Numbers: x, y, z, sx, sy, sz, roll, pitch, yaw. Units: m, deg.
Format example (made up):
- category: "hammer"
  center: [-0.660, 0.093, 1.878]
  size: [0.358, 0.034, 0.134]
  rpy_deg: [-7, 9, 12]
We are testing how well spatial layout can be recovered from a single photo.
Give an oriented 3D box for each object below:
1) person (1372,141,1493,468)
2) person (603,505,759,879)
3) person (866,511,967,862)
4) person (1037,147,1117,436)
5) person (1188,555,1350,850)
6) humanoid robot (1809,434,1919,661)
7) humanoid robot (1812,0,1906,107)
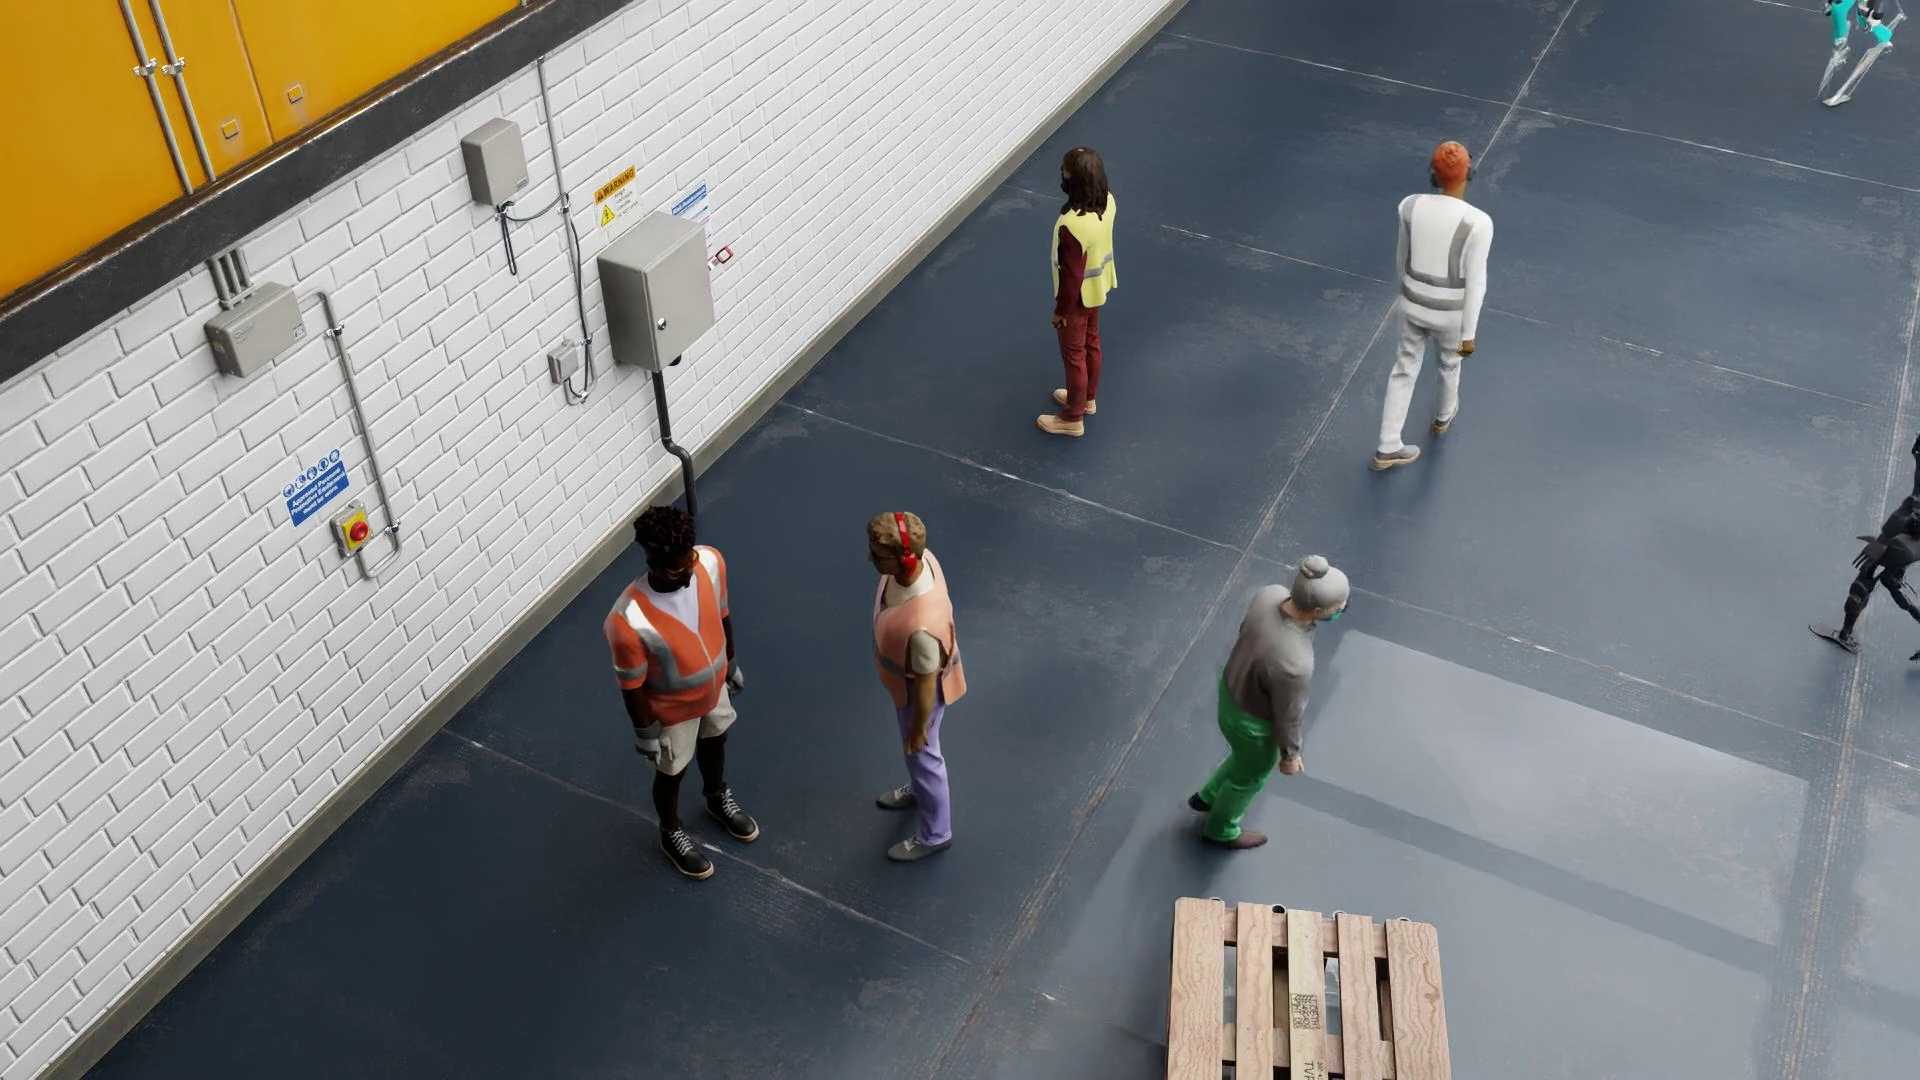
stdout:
- category: "person"
  center: [2.644, -1.290, 9.137]
  size: [0.655, 1.827, 0.874]
  rpy_deg: [31, 49, 31]
- category: "person"
  center: [-1.133, 0.619, 6.833]
  size: [0.371, 1.958, 0.596]
  rpy_deg: [25, 47, 26]
- category: "person"
  center: [-0.171, 0.601, 6.942]
  size: [0.377, 1.837, 0.562]
  rpy_deg: [-7, 41, -8]
- category: "person"
  center: [0.669, -1.371, 9.280]
  size: [0.378, 1.768, 0.469]
  rpy_deg: [17, 44, 19]
- category: "person"
  center: [1.270, 0.695, 6.840]
  size: [0.431, 1.826, 0.555]
  rpy_deg: [-1, 41, -2]
- category: "humanoid robot"
  center: [4.563, -0.048, 7.830]
  size: [0.608, 1.640, 0.561]
  rpy_deg: [-29, 48, -29]
- category: "humanoid robot"
  center: [6.778, -3.998, 12.429]
  size: [0.754, 1.883, 0.541]
  rpy_deg: [-19, 44, -20]
